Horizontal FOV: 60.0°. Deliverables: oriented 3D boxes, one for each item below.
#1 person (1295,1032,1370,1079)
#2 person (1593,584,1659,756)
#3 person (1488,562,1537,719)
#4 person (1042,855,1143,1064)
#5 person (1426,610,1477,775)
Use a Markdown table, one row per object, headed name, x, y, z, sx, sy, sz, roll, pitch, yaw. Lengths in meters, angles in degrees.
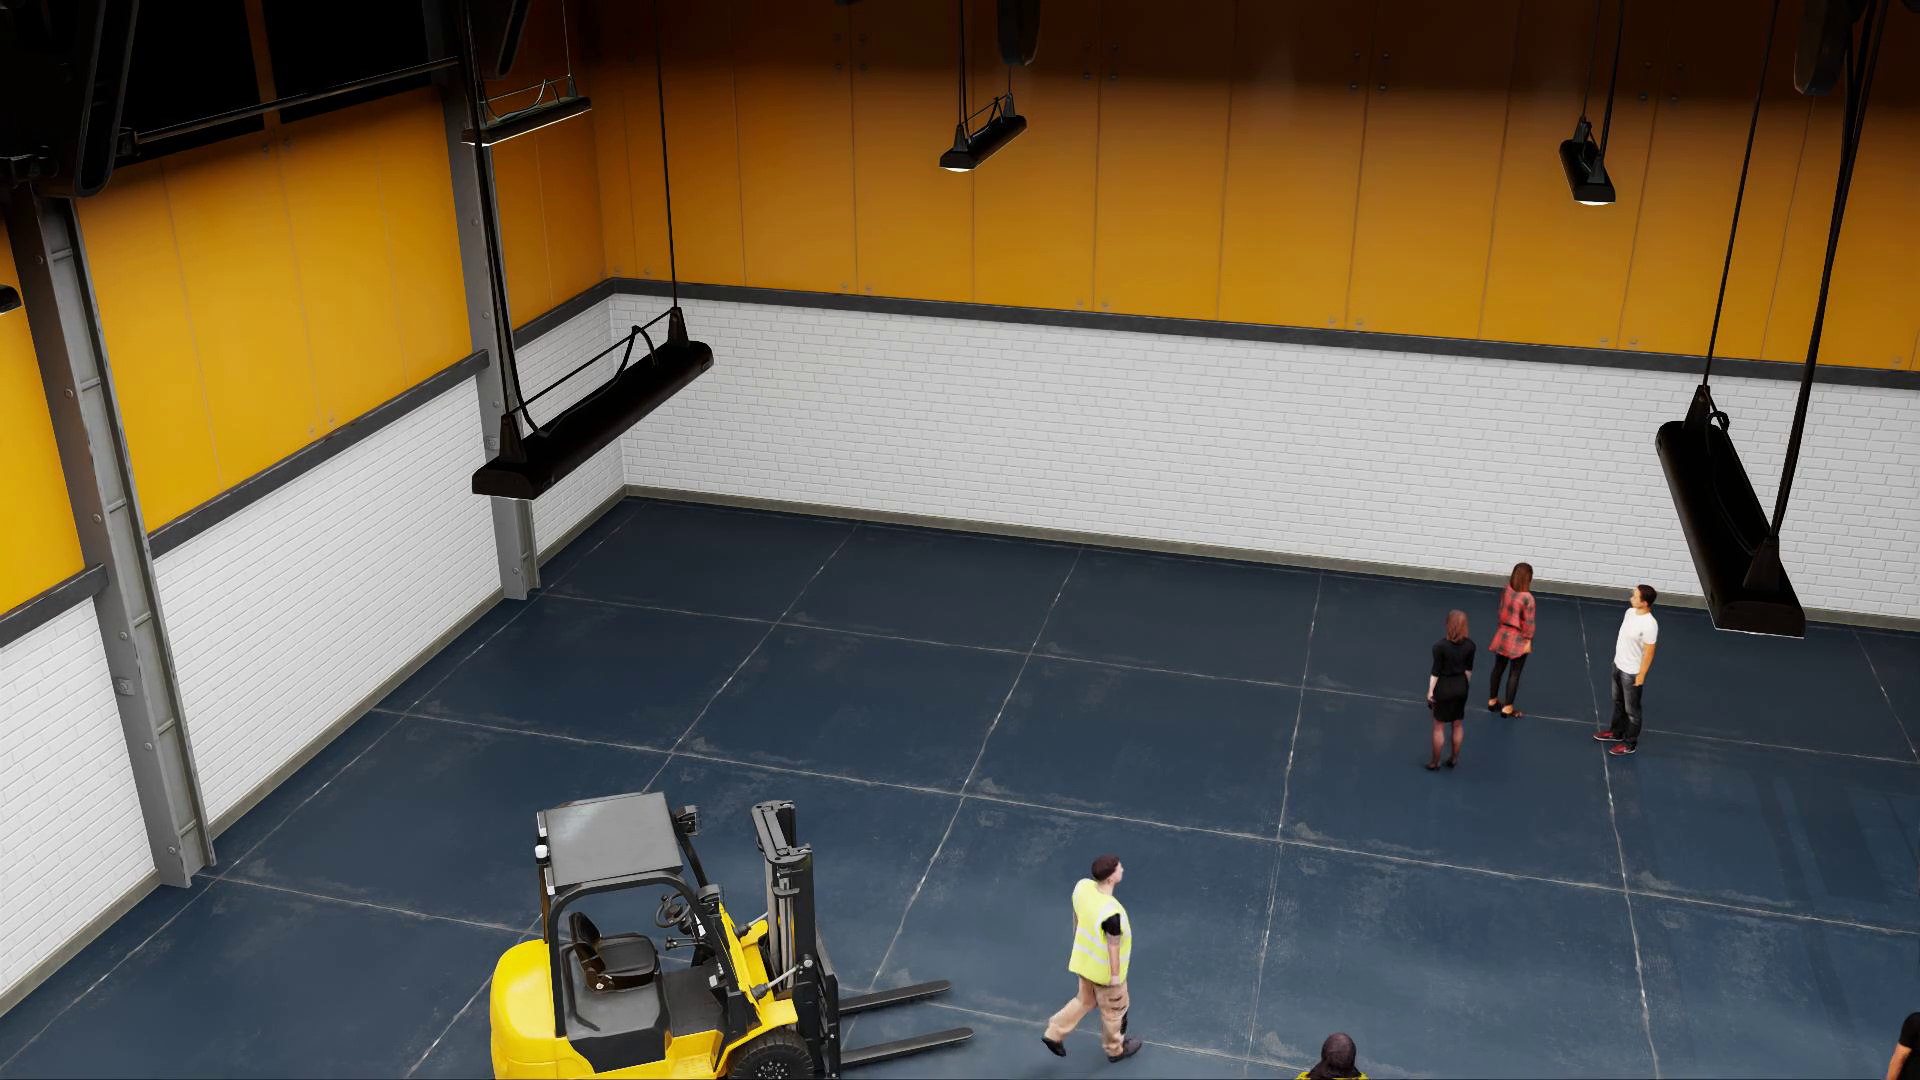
| name | x | y | z | sx | sy | sz | roll | pitch | yaw |
| --- | --- | --- | --- | --- | --- | --- | --- | --- | --- |
| person | 2.357 | 3.878 | 10.511 | 0.719 | 1.646 | 0.804 | 5 | 24 | 12 |
| person | 6.612 | 1.248 | 16.336 | 0.774 | 1.800 | 0.618 | -3 | 24 | -6 |
| person | 5.647 | 1.008 | 17.006 | 0.763 | 1.702 | 0.693 | -11 | 26 | -24 |
| person | 0.980 | 3.084 | 12.101 | 1.127 | 1.827 | 1.083 | -12 | 26 | -25 |
| person | 4.705 | 1.460 | 15.969 | 0.657 | 1.705 | 0.644 | -5 | 24 | -10 |
